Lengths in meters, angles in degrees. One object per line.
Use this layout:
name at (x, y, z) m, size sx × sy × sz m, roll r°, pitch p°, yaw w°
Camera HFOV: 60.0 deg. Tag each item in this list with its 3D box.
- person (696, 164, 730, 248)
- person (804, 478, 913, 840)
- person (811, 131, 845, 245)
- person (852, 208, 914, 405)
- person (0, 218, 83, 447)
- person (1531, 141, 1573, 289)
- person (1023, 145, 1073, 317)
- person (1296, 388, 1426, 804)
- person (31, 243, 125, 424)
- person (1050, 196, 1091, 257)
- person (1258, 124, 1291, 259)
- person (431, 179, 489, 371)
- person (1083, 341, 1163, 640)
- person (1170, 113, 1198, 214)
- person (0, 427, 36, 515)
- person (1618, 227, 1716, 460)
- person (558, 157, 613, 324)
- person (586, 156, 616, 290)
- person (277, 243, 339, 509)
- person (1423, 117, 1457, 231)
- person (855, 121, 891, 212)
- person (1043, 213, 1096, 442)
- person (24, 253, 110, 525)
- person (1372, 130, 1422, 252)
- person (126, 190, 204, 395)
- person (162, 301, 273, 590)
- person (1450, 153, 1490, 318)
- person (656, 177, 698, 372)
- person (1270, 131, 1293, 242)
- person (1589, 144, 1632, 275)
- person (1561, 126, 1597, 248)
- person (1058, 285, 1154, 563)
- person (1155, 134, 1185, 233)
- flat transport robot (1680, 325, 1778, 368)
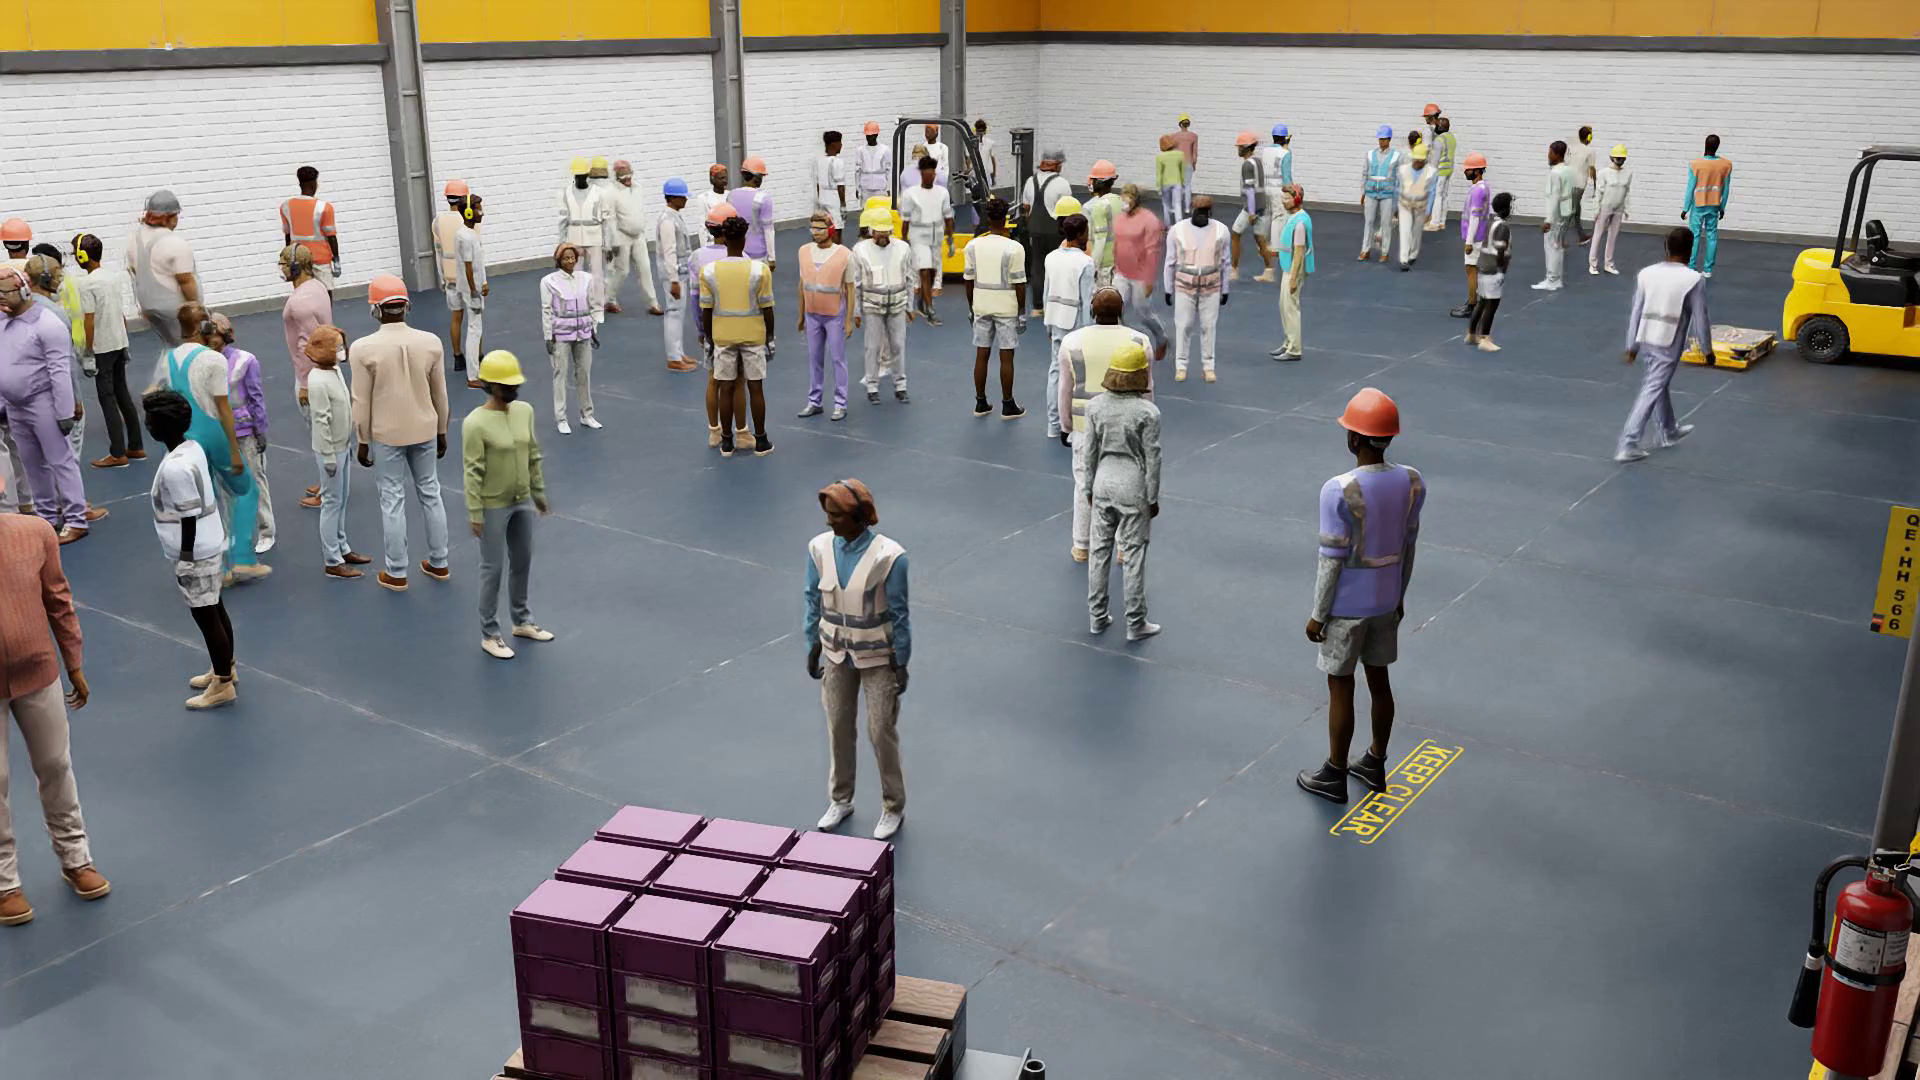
person at (-2.695, -3.284, 18.786) m, size 0.355 × 1.883 × 0.575 m, roll 15°, pitch 23°, yaw 38°
person at (-0.443, 0.519, 7.300) m, size 0.528 × 1.626 × 0.334 m, roll 10°, pitch 20°, yaw 27°
person at (-1.811, -4.778, 23.390) m, size 0.639 × 1.916 × 0.715 m, roll 14°, pitch 22°, yaw 37°
person at (-0.711, -2.155, 15.361) m, size 0.602 × 1.819 × 0.403 m, roll -6°, pitch 19°, yaw -17°
person at (-7.574, -1.650, 13.583) m, size 0.552 × 1.937 × 0.356 m, roll -6°, pitch 19°, yaw -18°
person at (7.757, -4.229, 21.709) m, size 0.430 × 1.906 × 0.641 m, roll 9°, pitch 20°, yaw 27°
person at (1.104, -3.631, 19.613) m, size 0.537 × 2.000 × 0.693 m, roll -17°, pitch 24°, yaw -42°
person at (1.819, 0.262, 7.599) m, size 0.545 × 1.942 × 0.353 m, roll -9°, pitch 20°, yaw -26°
person at (-7.678, -1.750, 14.353) m, size 0.881 × 1.649 × 0.591 m, roll -3°, pitch 18°, yaw -9°
person at (1.010, -2.191, 15.317) m, size 0.393 × 1.919 × 0.581 m, roll 5°, pitch 18°, yaw 16°
person at (4.623, -5.107, 24.403) m, size 0.415 × 1.939 × 0.608 m, roll -11°, pitch 21°, yaw -30°
person at (-4.990, -2.648, 16.726) m, size 0.550 × 1.925 × 0.390 m, roll 6°, pitch 19°, yaw 19°
person at (0.946, -0.286, 9.631) m, size 0.486 × 1.744 × 0.311 m, roll 12°, pitch 21°, yaw 33°
person at (3.979, -6.727, 29.761) m, size 0.532 × 1.758 × 0.345 m, roll -3°, pitch 18°, yaw -9°
person at (-6.858, -1.007, 11.728) m, size 0.345 × 1.844 × 0.504 m, roll 0°, pitch 18°, yaw -1°
person at (5.801, -1.597, 13.540) m, size 1.015 × 1.863 × 0.606 m, roll -8°, pitch 20°, yaw -25°
person at (-4.366, -3.456, 19.283) m, size 0.660 × 1.919 × 0.377 m, roll 0°, pitch 18°, yaw 0°
person at (-4.640, -4.099, 21.586) m, size 0.501 × 1.729 × 0.397 m, roll 5°, pitch 18°, yaw 16°
person at (-4.737, -1.199, 12.170) m, size 0.361 × 1.939 × 0.635 m, roll -3°, pitch 18°, yaw -11°
person at (7.923, -6.042, 27.490) m, size 0.430 × 1.838 × 0.625 m, roll 14°, pitch 22°, yaw 37°
person at (-1.316, -5.345, 25.145) m, size 0.551 × 1.933 × 0.366 m, roll 1°, pitch 18°, yaw 2°
person at (0.924, -1.788, 14.047) m, size 0.398 × 1.920 × 0.590 m, roll -12°, pitch 22°, yaw -34°
person at (-6.378, -1.049, 11.725) m, size 0.637 × 1.930 × 0.371 m, roll 14°, pitch 22°, yaw 36°
person at (6.595, -5.190, 24.844) m, size 0.793 × 1.834 × 0.524 m, roll -6°, pitch 19°, yaw -18°
person at (-7.027, -2.121, 14.891) m, size 0.703 × 2.000 × 0.537 m, roll 9°, pitch 20°, yaw 25°
person at (-4.675, -0.582, 10.455) m, size 0.599 × 1.804 × 0.560 m, roll 7°, pitch 19°, yaw 22°
person at (6.058, -3.606, 19.718) m, size 0.388 × 1.930 × 0.544 m, roll 6°, pitch 19°, yaw 18°
person at (-2.857, -2.677, 16.783) m, size 0.403 × 1.944 × 0.614 m, roll -1°, pitch 18°, yaw -3°
person at (5.045, -5.546, 26.069) m, size 0.338 × 1.761 × 0.527 m, roll 4°, pitch 18°, yaw 13°
person at (8.981, -4.546, 22.920) m, size 0.523 × 1.769 × 0.320 m, roll -3°, pitch 18°, yaw -10°
person at (9.550, -5.410, 25.529) m, size 0.949 × 1.821 × 0.522 m, roll -8°, pitch 19°, yaw -22°
person at (0.954, -0.750, 10.921) m, size 0.625 × 1.846 × 0.429 m, roll 2°, pitch 18°, yaw 6°
person at (3.421, -5.760, 26.971) m, size 0.531 × 1.598 × 0.715 m, roll -1°, pitch 18°, yaw -4°
flat transport robot at (8.136, -2.058, 17.553) m, size 0.652 × 0.197 × 1.431 m, roll 13°, pitch 22°, yaw 35°
